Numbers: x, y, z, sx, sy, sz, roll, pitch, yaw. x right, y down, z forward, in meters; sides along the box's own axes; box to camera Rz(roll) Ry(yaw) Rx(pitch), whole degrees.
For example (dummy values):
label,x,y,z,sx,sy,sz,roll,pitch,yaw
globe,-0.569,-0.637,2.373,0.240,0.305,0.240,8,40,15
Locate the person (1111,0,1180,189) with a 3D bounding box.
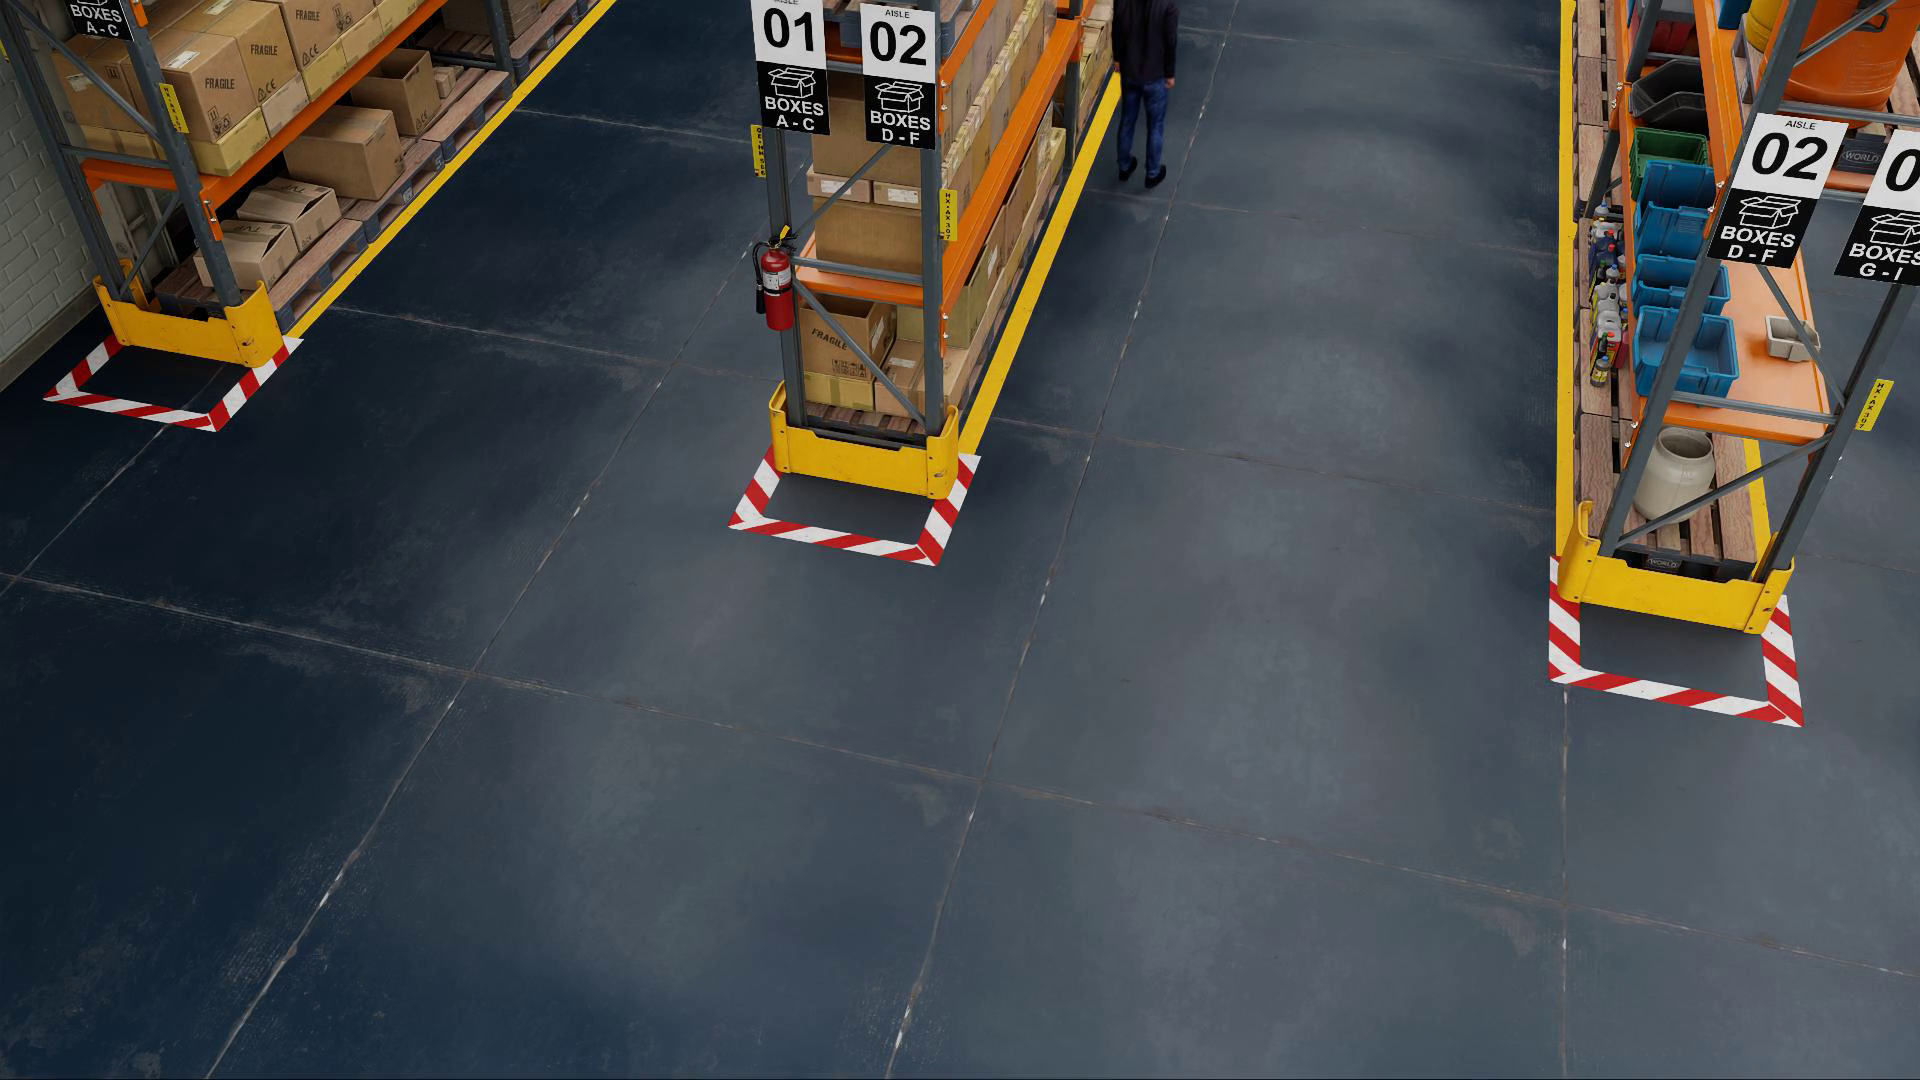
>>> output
label,x,y,z,sx,sy,sz,roll,pitch,yaw
person,1.377,-3.570,12.683,0.744,1.887,0.691,19,46,20
